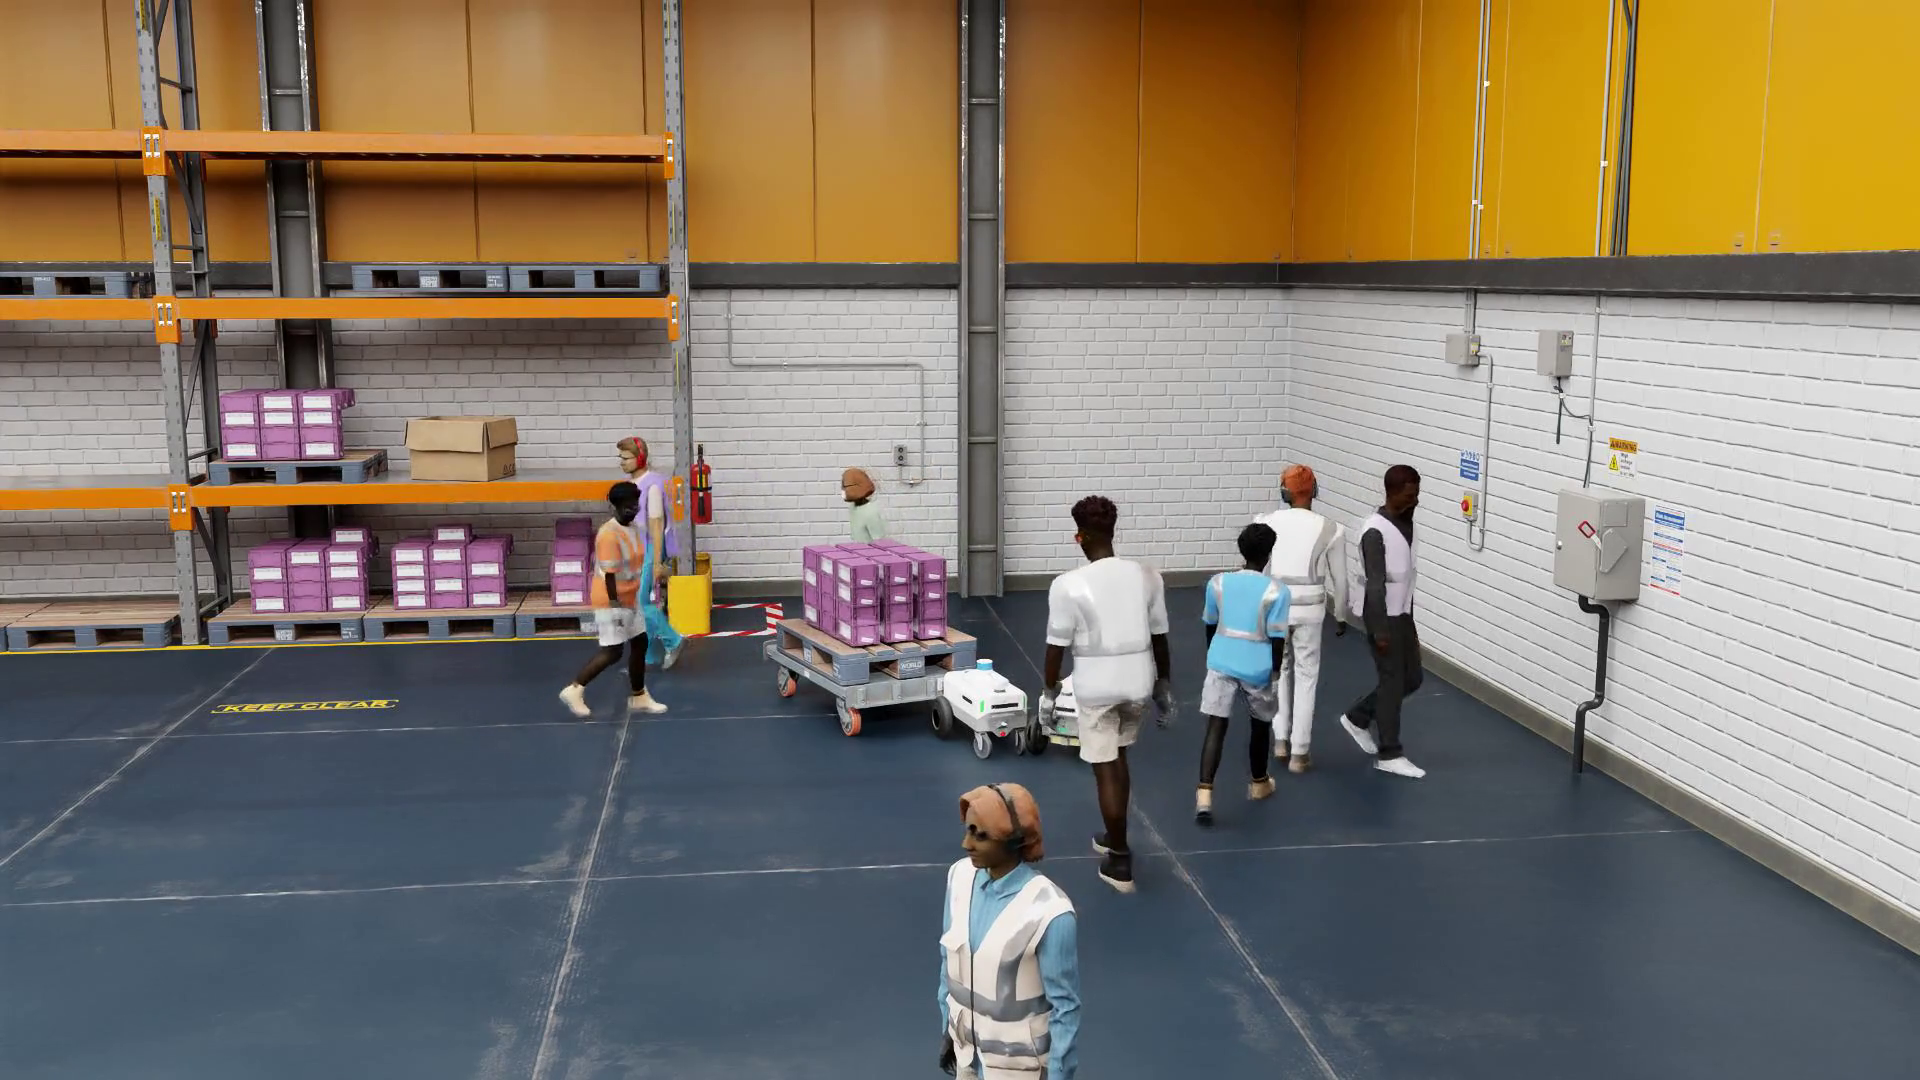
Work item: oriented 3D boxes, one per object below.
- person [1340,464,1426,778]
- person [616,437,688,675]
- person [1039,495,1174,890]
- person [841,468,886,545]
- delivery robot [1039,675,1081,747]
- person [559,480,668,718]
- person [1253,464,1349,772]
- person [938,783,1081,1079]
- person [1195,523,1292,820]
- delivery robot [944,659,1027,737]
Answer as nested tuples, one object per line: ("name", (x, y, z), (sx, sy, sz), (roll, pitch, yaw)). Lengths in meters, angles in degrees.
("person", (2.611, 0.473, 10.112), (0.543, 1.895, 0.591), (8, 12, 40))
("person", (-2.367, 0.129, 12.468), (0.443, 1.822, 0.593), (-5, 10, -30))
("person", (0.700, 0.733, 8.361), (0.623, 1.932, 0.755), (-4, 10, -24))
("person", (-0.611, 0.224, 12.678), (0.860, 1.574, 0.502), (-2, 9, -15))
("delivery robot", (0.772, 1.023, 10.569), (0.477, 0.478, 0.707), (4, 10, 24))
("person", (-2.382, 0.407, 11.246), (0.584, 1.656, 0.561), (2, 9, 13))
("person", (2.071, 0.465, 10.212), (0.598, 1.872, 0.548), (4, 10, 21))
("person", (0.127, 1.472, 4.688), (0.310, 1.636, 0.522), (-8, 12, -40))
("person", (1.552, 0.732, 9.281), (0.564, 1.654, 0.874), (5, 11, 30))
("delivery robot", (0.158, 1.009, 10.658), (0.477, 0.478, 0.707), (-3, 10, -20))
